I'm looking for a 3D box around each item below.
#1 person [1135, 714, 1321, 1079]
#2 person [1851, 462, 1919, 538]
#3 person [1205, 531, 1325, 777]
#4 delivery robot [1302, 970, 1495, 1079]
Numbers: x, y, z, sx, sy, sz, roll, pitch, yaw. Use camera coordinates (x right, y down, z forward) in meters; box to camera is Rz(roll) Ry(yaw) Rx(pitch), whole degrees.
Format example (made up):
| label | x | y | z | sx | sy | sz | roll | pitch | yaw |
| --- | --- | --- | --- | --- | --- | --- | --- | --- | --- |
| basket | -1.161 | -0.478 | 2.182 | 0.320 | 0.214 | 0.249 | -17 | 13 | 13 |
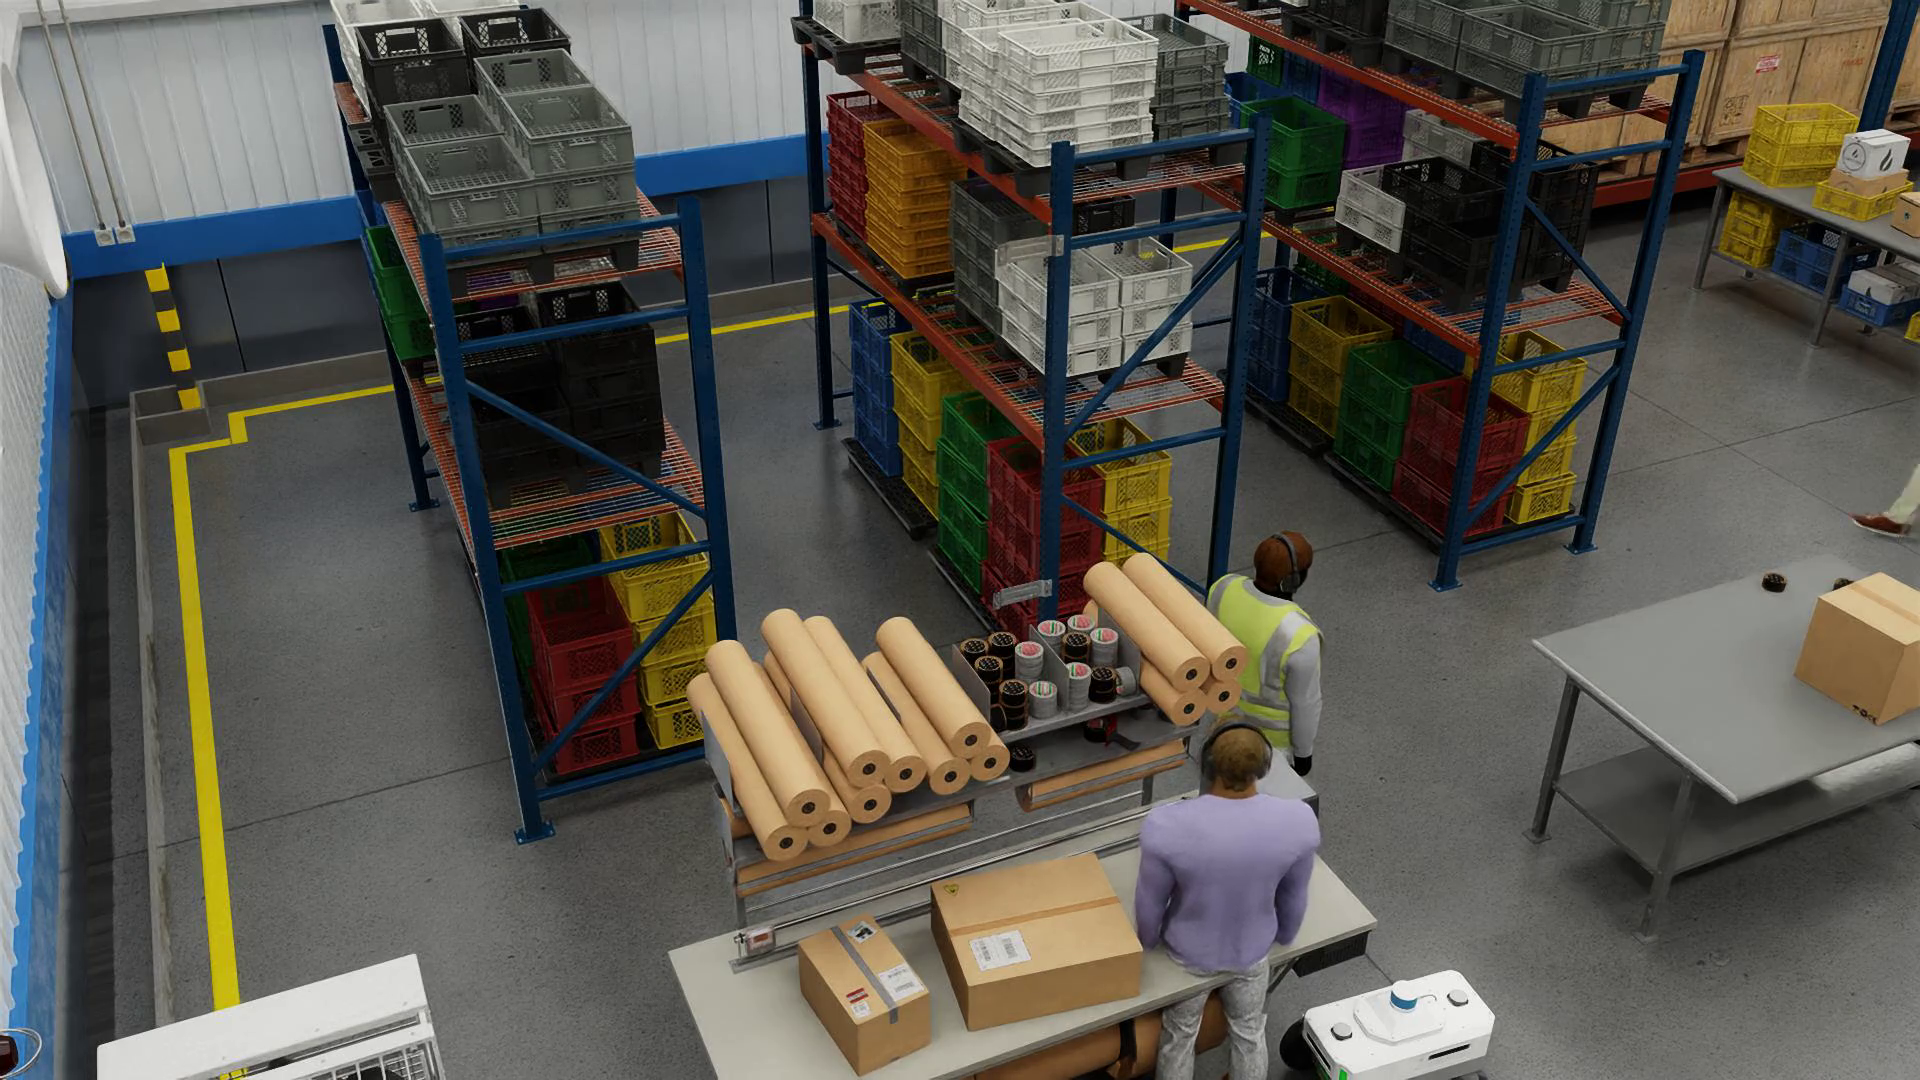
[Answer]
| label | x | y | z | sx | sy | sz | roll | pitch | yaw |
| --- | --- | --- | --- | --- | --- | --- | --- | --- | --- |
| person | 0.934 | 1.451 | 6.025 | 0.625 | 1.930 | 0.372 | -2 | 32 | -3 |
| person | 5.838 | -0.752 | 9.680 | 0.866 | 1.836 | 0.512 | 3 | 32 | 5 |
| person | 1.319 | 0.766 | 7.214 | 0.429 | 1.843 | 0.629 | -20 | 37 | -29 |
| delivery robot | 1.702 | 1.920 | 6.471 | 0.707 | 0.478 | 0.477 | -10 | 33 | -16 |
